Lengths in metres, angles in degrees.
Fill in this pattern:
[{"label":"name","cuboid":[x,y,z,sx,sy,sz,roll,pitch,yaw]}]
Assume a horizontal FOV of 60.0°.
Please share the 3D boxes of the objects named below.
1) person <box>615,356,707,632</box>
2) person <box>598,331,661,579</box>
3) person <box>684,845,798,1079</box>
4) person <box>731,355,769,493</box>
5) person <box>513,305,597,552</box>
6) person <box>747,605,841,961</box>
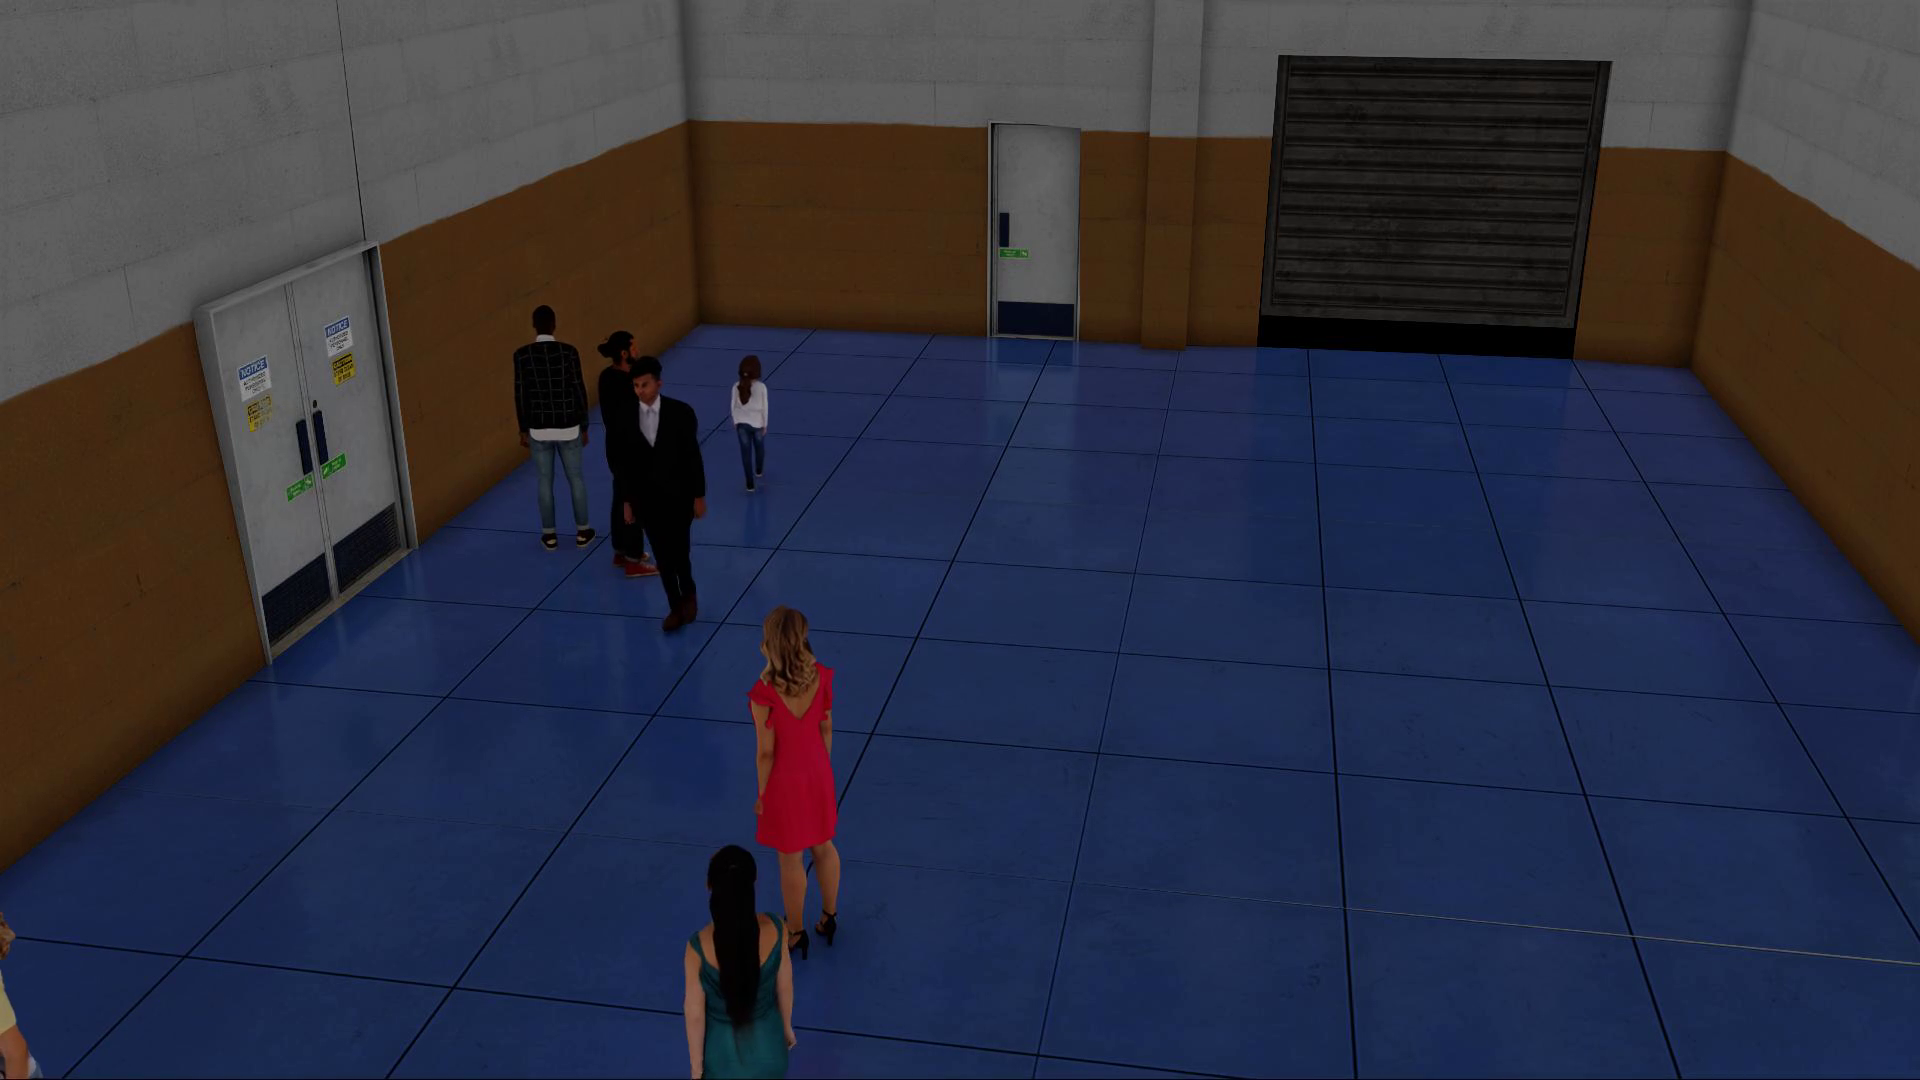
[{"label":"person","cuboid":[-1.900,-0.324,10.860,0.566,1.864,0.765,3,22,8]},{"label":"person","cuboid":[-2.350,-0.607,11.708,0.750,1.756,0.703,-13,25,-29]},{"label":"person","cuboid":[-0.733,1.833,5.746,0.740,1.674,0.778,-8,23,-19]},{"label":"person","cuboid":[-1.694,-0.925,13.407,0.790,1.080,0.672,-3,22,-8]},{"label":"person","cuboid":[-2.968,-0.819,12.150,0.627,1.820,0.790,-4,22,-10]},{"label":"person","cuboid":[-0.732,1.097,7.506,0.659,1.728,0.717,-15,26,-33]}]
